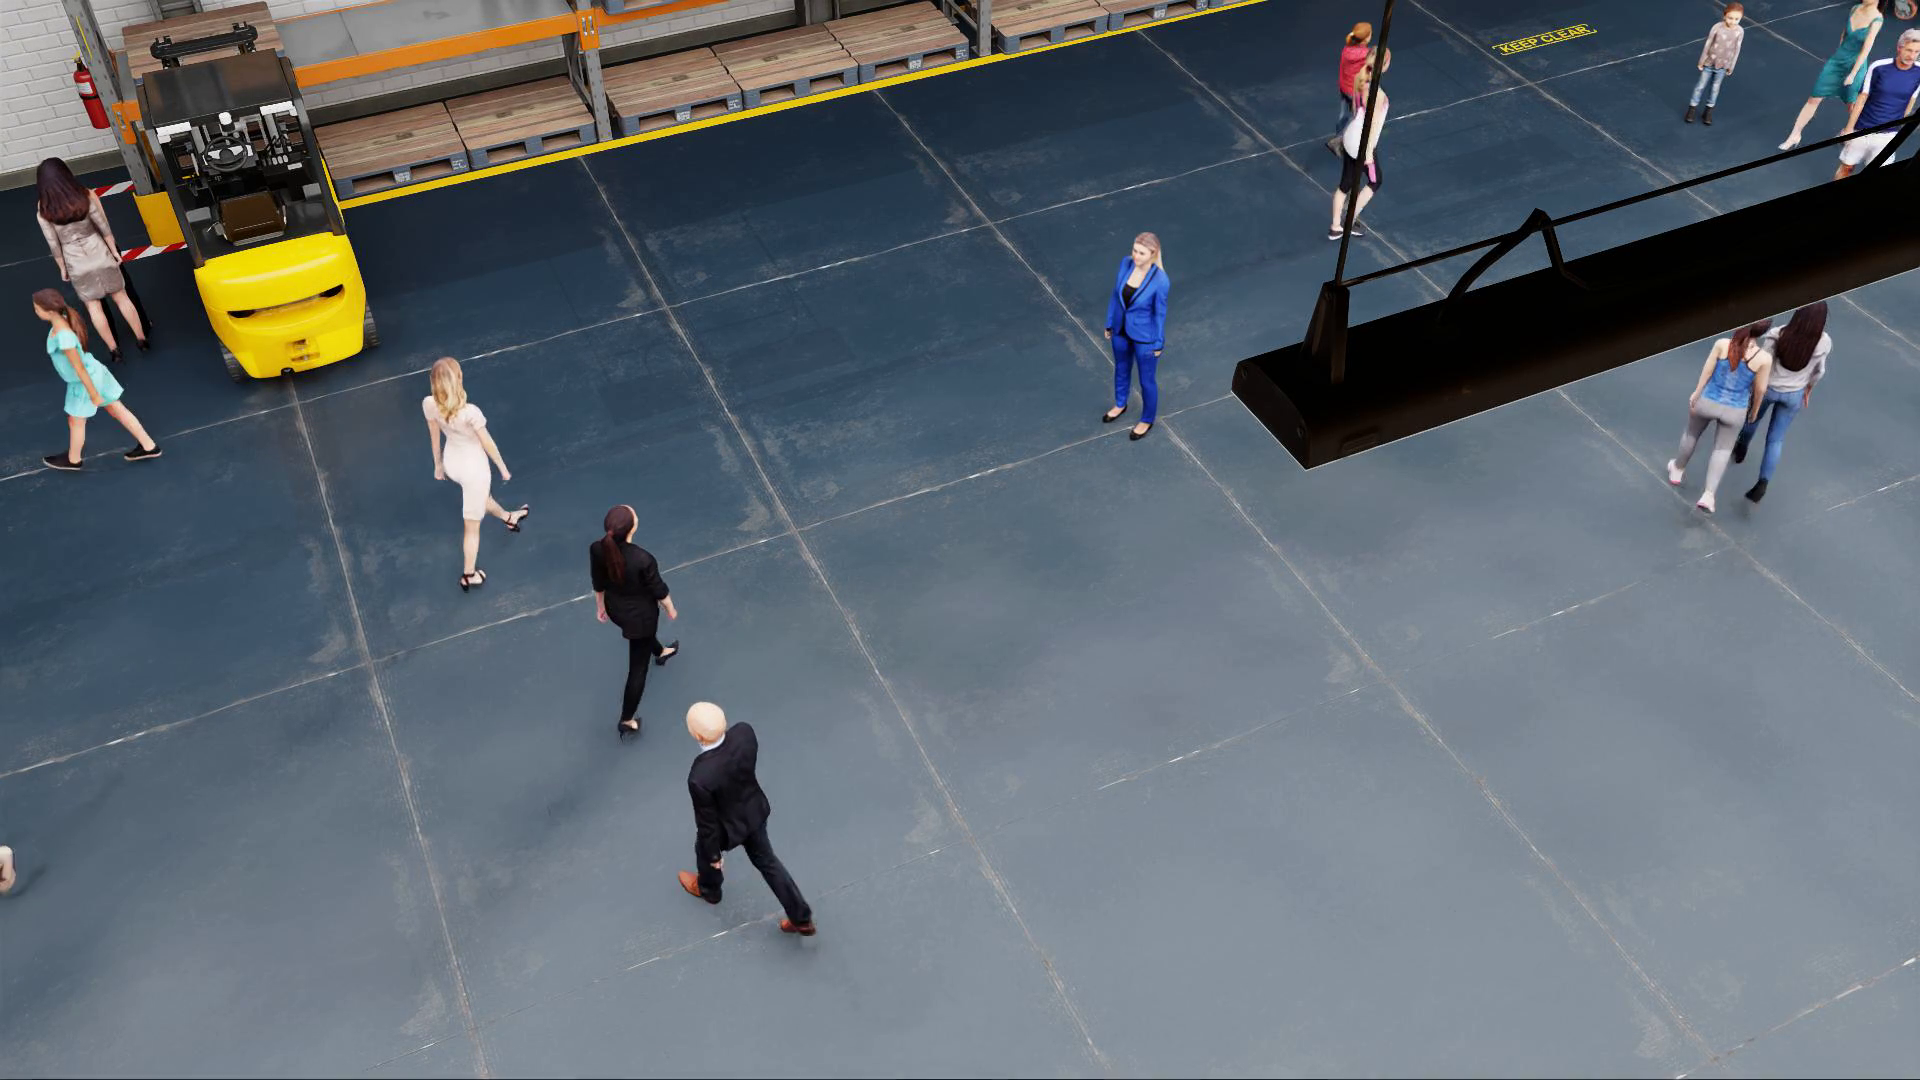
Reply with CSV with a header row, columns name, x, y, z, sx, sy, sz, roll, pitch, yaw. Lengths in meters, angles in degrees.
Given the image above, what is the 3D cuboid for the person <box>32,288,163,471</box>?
name,x,y,z,sx,sy,sz,roll,pitch,yaw
person,-6.178,-1.144,11.934,1.048,1.517,0.679,-10,45,-11

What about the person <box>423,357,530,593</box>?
name,x,y,z,sx,sy,sz,roll,pitch,yaw
person,-3.285,-0.376,10.925,1.013,1.796,1.120,18,46,18

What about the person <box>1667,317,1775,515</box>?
name,x,y,z,sx,sy,sz,roll,pitch,yaw
person,5.341,-0.884,11.607,0.904,1.591,0.999,22,48,21

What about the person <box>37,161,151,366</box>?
name,x,y,z,sx,sy,sz,roll,pitch,yaw
person,-6.691,-2.118,12.792,0.501,1.744,0.692,-25,49,-24

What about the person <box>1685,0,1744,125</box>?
name,x,y,z,sx,sy,sz,roll,pitch,yaw
person,7.148,-4.522,15.714,0.550,1.193,0.609,15,46,15

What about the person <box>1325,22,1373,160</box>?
name,x,y,z,sx,sy,sz,roll,pitch,yaw
person,3.531,-4.065,15.150,0.661,1.310,0.561,-23,48,-22

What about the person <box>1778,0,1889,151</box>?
name,x,y,z,sx,sy,sz,roll,pitch,yaw
person,8.156,-4.290,15.149,1.039,1.636,0.596,-14,45,-14

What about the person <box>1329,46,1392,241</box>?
name,x,y,z,sx,sy,sz,roll,pitch,yaw
person,3.293,-3.305,14.012,0.623,1.778,0.655,-14,45,-14

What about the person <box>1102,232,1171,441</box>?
name,x,y,z,sx,sy,sz,roll,pitch,yaw
person,1.311,-1.522,12.199,0.700,1.699,0.671,34,53,31

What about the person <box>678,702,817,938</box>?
name,x,y,z,sx,sy,sz,roll,pitch,yaw
person,-1.154,1.525,8.941,1.079,1.780,1.212,30,51,27

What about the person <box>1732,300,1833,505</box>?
name,x,y,z,sx,sy,sz,roll,pitch,yaw
person,5.768,-0.975,11.695,1.062,1.601,1.098,12,45,12

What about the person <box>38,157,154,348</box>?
name,x,y,z,sx,sy,sz,roll,pitch,yaw
person,-6.790,-2.256,12.998,0.439,1.658,0.637,-18,47,-18

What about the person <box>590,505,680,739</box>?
name,x,y,z,sx,sy,sz,roll,pitch,yaw
person,-2.025,0.526,10.112,1.043,1.611,1.152,18,46,18

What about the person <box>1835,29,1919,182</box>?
name,x,y,z,sx,sy,sz,roll,pitch,yaw
person,7.827,-3.575,14.266,0.877,1.820,0.929,10,45,11
